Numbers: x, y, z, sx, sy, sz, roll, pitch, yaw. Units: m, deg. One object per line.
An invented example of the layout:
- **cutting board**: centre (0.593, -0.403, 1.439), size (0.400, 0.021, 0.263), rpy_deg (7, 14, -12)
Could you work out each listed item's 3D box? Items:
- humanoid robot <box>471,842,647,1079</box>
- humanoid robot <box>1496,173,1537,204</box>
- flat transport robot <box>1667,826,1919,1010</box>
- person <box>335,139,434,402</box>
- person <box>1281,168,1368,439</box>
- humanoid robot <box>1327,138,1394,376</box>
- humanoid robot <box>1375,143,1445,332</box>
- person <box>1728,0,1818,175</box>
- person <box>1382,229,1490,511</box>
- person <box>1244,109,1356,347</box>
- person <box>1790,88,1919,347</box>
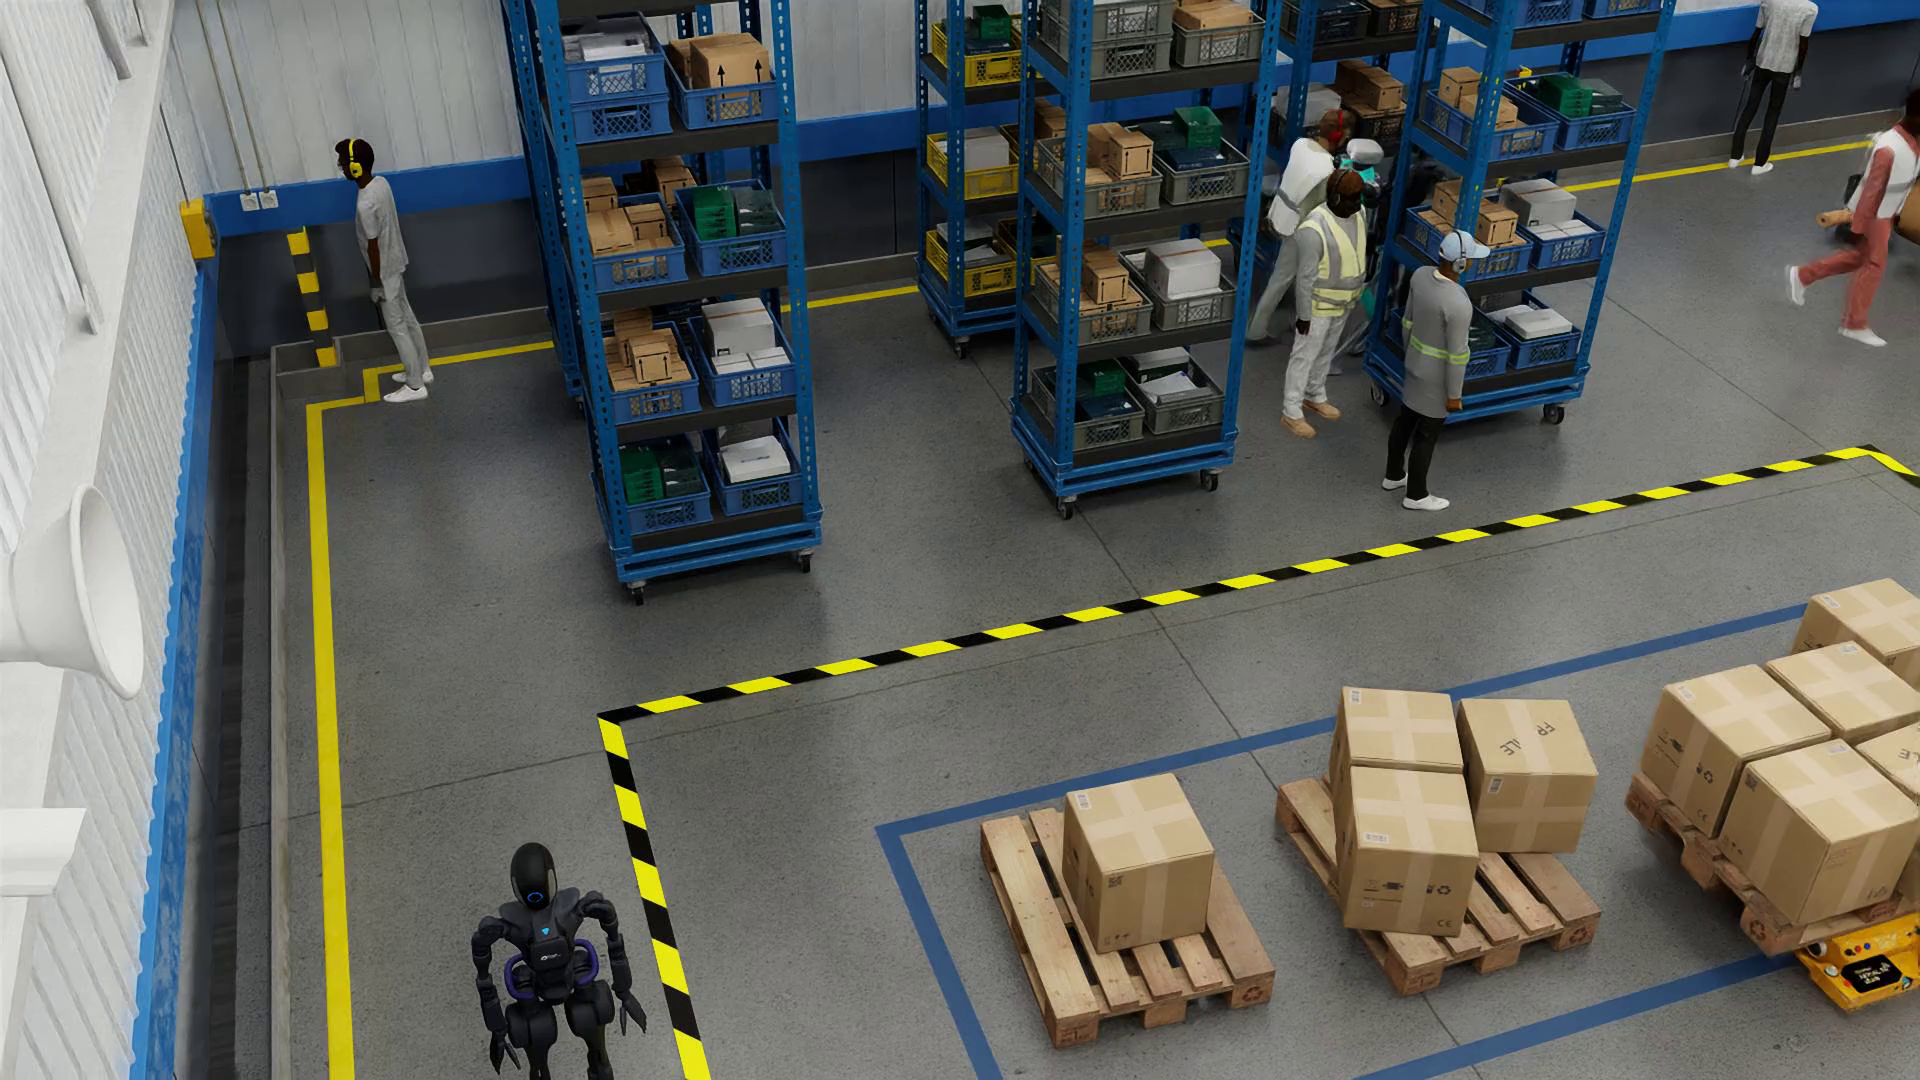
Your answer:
- **humanoid robot**: centre (-1.511, 1.766, 6.317), size (0.599, 1.657, 0.315), rpy_deg (-12, 37, -17)
- **humanoid robot**: centre (3.804, -2.060, 11.764), size (0.503, 1.646, 0.584), rpy_deg (16, 38, 21)
- **flat transport robot**: centre (3.943, 1.536, 7.853), size (0.652, 0.197, 1.431), rpy_deg (-11, 37, -15)
- **person**: centre (-3.892, -1.819, 11.255), size (0.313, 1.864, 0.505), rpy_deg (-3, 35, -4)
- **person**: centre (2.414, -1.564, 10.907), size (0.429, 1.842, 0.629), rpy_deg (29, 44, 34)
- **humanoid robot**: centre (2.899, -1.971, 11.601), size (0.881, 1.778, 0.580), rpy_deg (-11, 37, -16)
- **humanoid robot**: centre (3.242, -2.216, 11.974), size (0.348, 1.645, 0.587), rpy_deg (-21, 40, -27)
- **person**: centre (7.109, -4.119, 14.520), size (0.335, 1.857, 0.513), rpy_deg (-29, 44, -34)
- **person**: centre (2.903, -1.034, 10.147), size (0.379, 1.852, 0.594), rpy_deg (-11, 37, -15)
- **person**: centre (2.514, -2.205, 11.864), size (0.902, 1.783, 0.573), rpy_deg (-7, 36, -9)
- **person**: centre (6.588, -2.388, 12.038), size (0.594, 1.897, 0.772), rpy_deg (-30, 45, -35)
